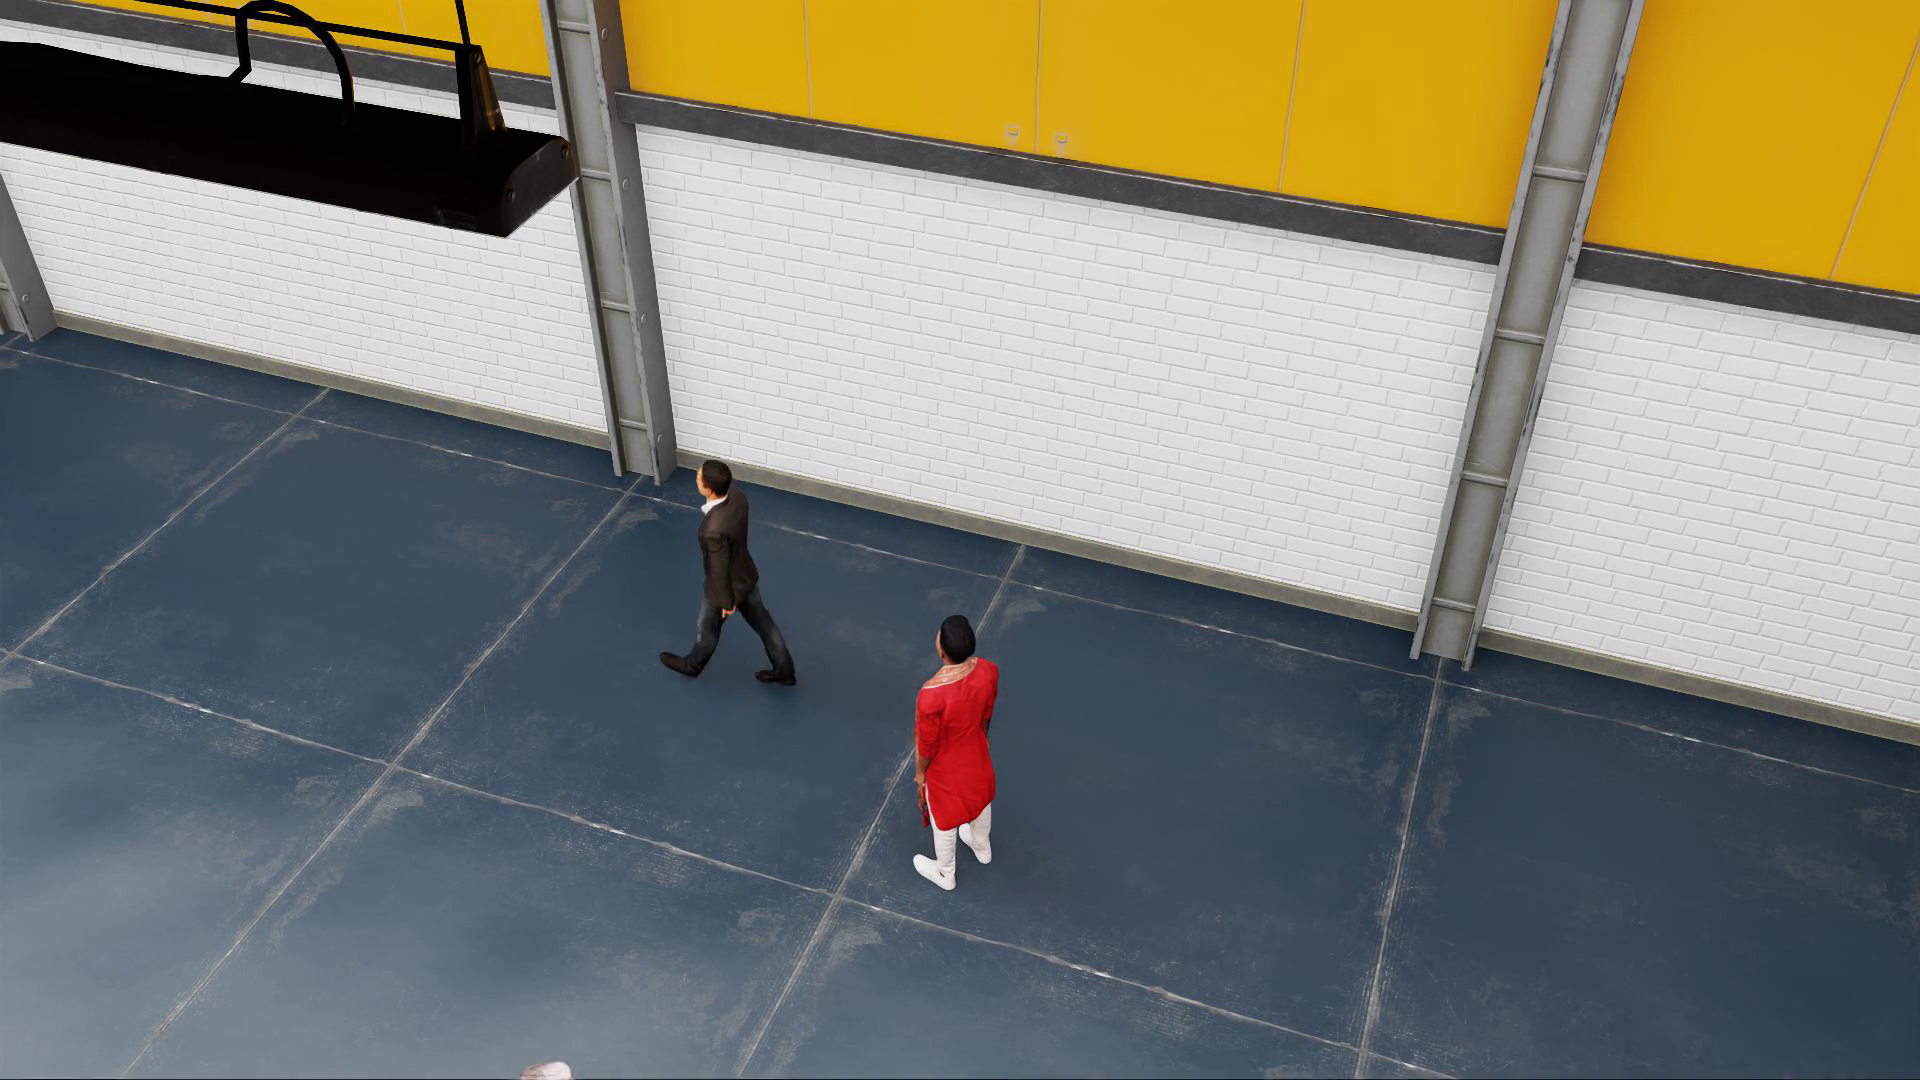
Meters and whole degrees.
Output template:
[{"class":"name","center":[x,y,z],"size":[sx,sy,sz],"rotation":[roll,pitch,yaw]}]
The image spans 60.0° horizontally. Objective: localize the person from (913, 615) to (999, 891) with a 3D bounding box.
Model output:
[{"class":"person","center":[-0.006,1.158,9.111],"size":[0.775,1.884,0.777],"rotation":[-27,46,-30]}]

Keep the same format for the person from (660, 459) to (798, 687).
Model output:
[{"class":"person","center":[-1.335,0.259,10.334],"size":[1.145,1.763,0.759],"rotation":[10,40,12]}]
